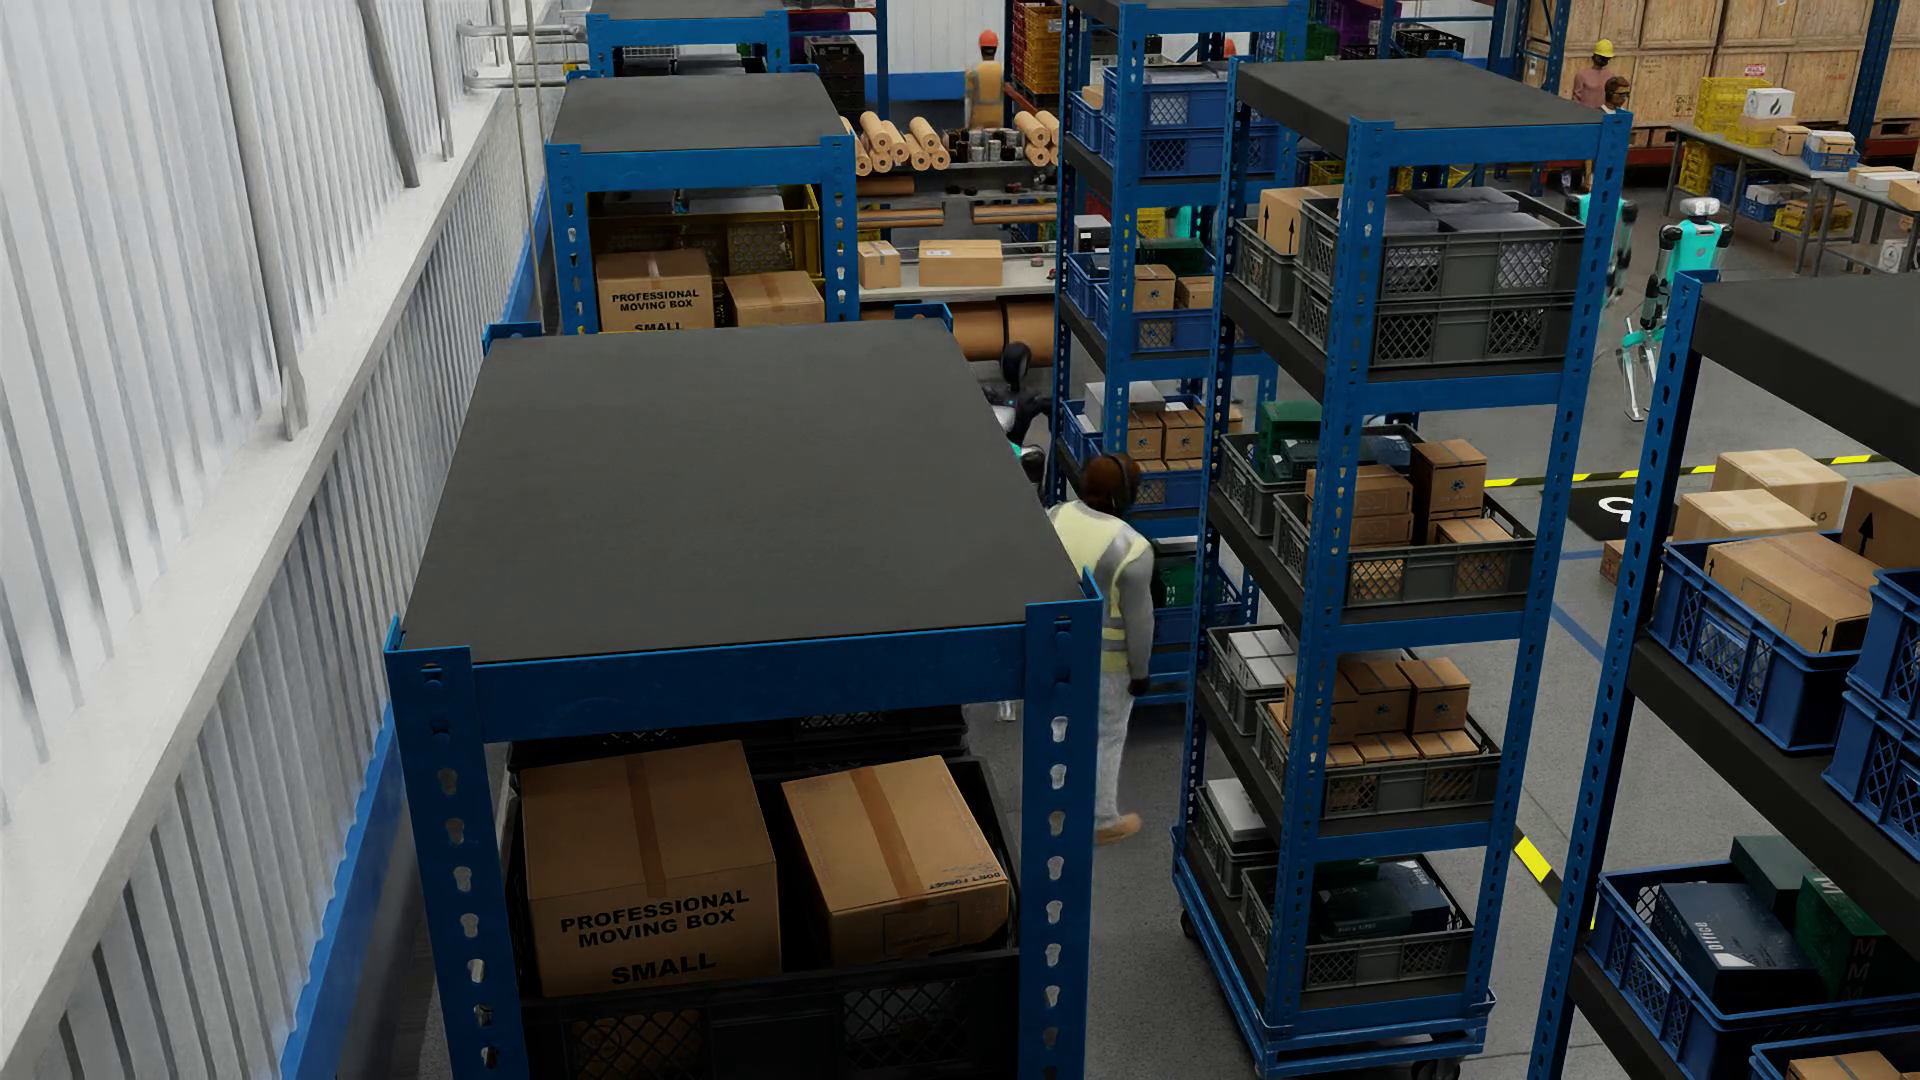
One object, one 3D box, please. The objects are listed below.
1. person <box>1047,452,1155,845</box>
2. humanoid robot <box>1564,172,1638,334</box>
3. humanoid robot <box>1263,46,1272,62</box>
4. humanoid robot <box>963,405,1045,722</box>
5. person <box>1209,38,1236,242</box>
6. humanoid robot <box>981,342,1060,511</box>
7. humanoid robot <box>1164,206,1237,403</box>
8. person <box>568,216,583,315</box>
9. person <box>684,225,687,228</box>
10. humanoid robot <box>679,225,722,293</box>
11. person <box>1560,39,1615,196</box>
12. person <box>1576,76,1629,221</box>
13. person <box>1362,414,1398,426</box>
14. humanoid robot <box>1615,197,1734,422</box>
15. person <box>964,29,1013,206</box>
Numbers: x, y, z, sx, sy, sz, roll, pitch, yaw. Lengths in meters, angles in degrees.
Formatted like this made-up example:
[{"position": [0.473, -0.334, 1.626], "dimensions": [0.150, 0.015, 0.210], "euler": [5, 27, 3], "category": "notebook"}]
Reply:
[{"position": [0.616, 0.479, 7.404], "dimensions": [0.432, 1.829, 0.633], "euler": [-19, 31, -35], "category": "person"}, {"position": [4.961, -2.066, 13.087], "dimensions": [0.543, 1.810, 0.920], "euler": [10, 26, 20], "category": "humanoid robot"}, {"position": [3.294, -4.869, 19.185], "dimensions": [1.002, 1.777, 0.532], "euler": [18, 31, 35], "category": "humanoid robot"}, {"position": [0.136, 0.086, 8.313], "dimensions": [0.532, 1.747, 0.720], "euler": [1, 25, 1], "category": "humanoid robot"}, {"position": [2.623, -4.112, 17.121], "dimensions": [0.391, 2.039, 0.607], "euler": [-4, 25, -8], "category": "person"}, {"position": [0.280, -0.297, 9.245], "dimensions": [0.593, 1.648, 0.361], "euler": [7, 26, 15], "category": "humanoid robot"}, {"position": [1.899, -1.850, 12.700], "dimensions": [0.543, 1.898, 0.751], "euler": [-21, 32, -38], "category": "humanoid robot"}, {"position": [-2.693, -1.848, 12.419], "dimensions": [0.513, 1.856, 0.335], "euler": [-16, 29, -31], "category": "person"}, {"position": [-2.976, -3.984, 17.192], "dimensions": [0.491, 1.742, 0.317], "euler": [2, 25, 5], "category": "person"}, {"position": [-2.188, -2.607, 14.347], "dimensions": [0.608, 1.631, 0.784], "euler": [-5, 25, -11], "category": "humanoid robot"}, {"position": [7.180, -4.800, 18.951], "dimensions": [0.522, 1.761, 0.337], "euler": [-6, 25, -12], "category": "person"}, {"position": [6.257, -3.601, 16.261], "dimensions": [0.505, 1.836, 0.331], "euler": [-20, 31, -36], "category": "person"}, {"position": [1.892, 0.258, 7.843], "dimensions": [0.586, 1.853, 0.381], "euler": [-5, 25, -11], "category": "person"}, {"position": [5.108, -1.714, 12.107], "dimensions": [0.533, 1.677, 0.735], "euler": [-4, 25, -9], "category": "humanoid robot"}, {"position": [0.313, -4.662, 18.442], "dimensions": [0.549, 1.935, 0.369], "euler": [-3, 25, -7], "category": "person"}]
